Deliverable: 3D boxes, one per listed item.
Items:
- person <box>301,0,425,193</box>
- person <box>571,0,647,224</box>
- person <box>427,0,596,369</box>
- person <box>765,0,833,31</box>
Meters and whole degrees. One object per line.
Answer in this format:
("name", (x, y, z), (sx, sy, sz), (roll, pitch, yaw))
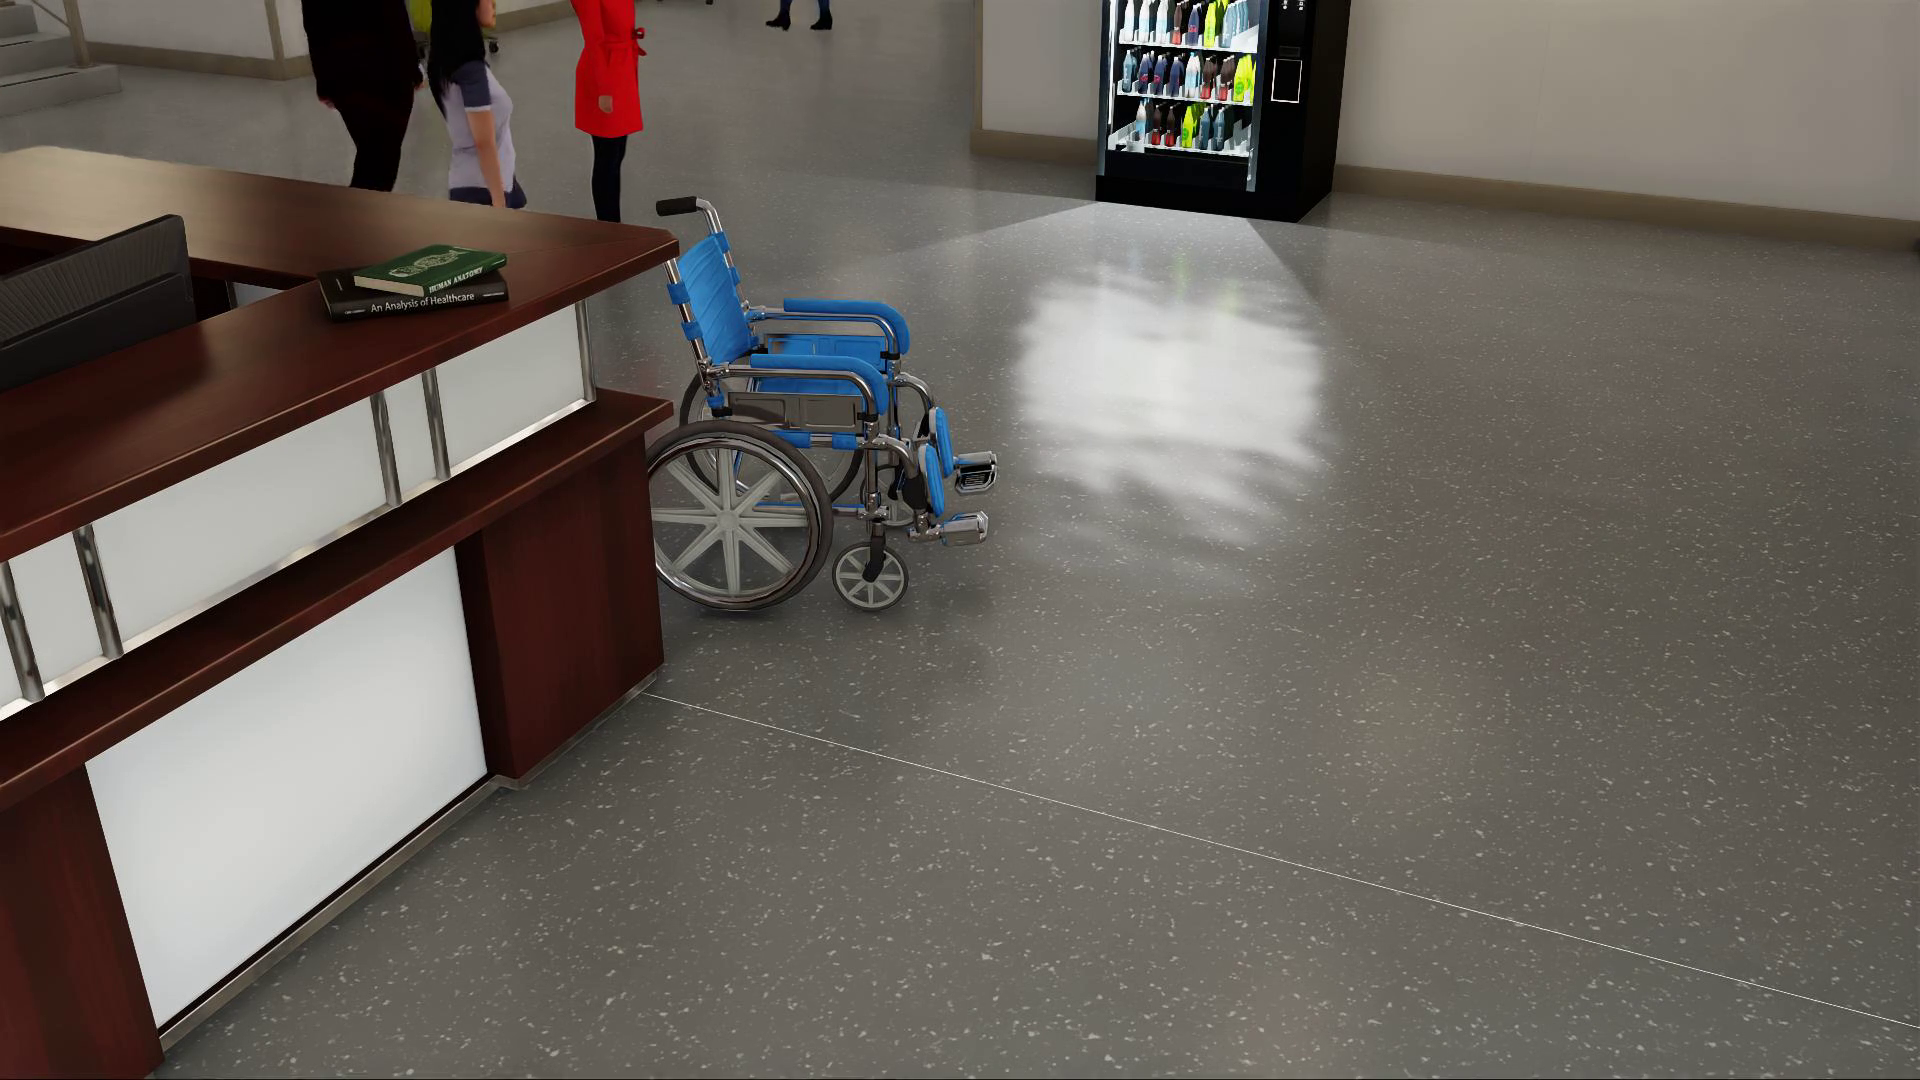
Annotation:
("person", (-3.016, -2.254, 8.382), (1.117, 1.714, 0.926), (4, 26, 8))
("person", (-1.789, -2.287, 8.410), (0.731, 1.748, 0.713), (1, 26, 2))
("person", (-1.966, -1.368, 6.586), (1.095, 1.679, 1.075), (-11, 28, -21))
("person", (-1.338, -5.468, 15.170), (0.922, 1.607, 0.923), (-17, 30, -31))
